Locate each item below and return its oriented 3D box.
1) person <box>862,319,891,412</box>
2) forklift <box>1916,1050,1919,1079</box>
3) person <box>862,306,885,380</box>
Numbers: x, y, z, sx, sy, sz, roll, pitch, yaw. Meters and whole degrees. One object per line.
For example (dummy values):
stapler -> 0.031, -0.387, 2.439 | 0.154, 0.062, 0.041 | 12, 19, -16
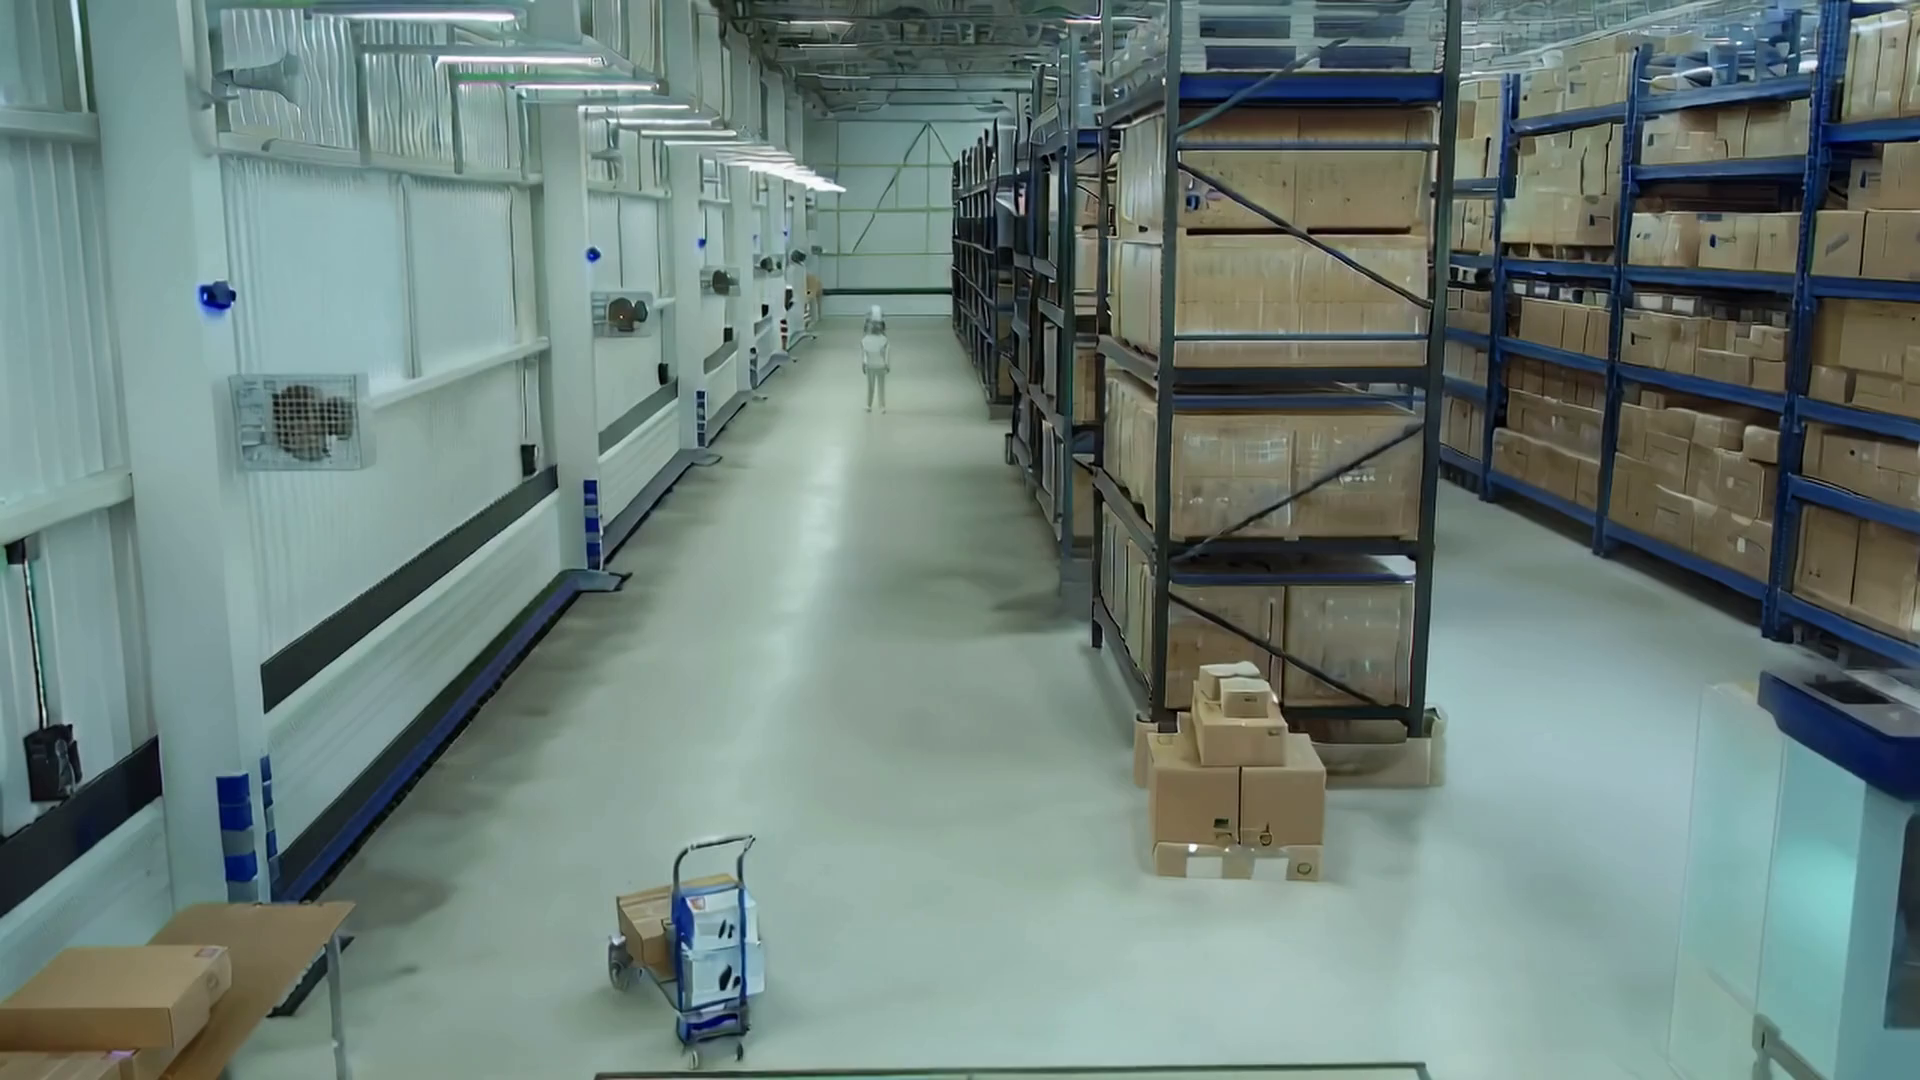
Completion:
person -> -1.793, -3.733, 35.615 | 0.616, 1.988, 0.402 | 0, 11, 1
forklift -> 3.158, 1.773, 4.627 | 1.129, 2.768, 1.873 | 0, 11, -2
person -> -2.213, -5.062, 42.736 | 0.600, 1.907, 0.411 | -2, 11, -12
